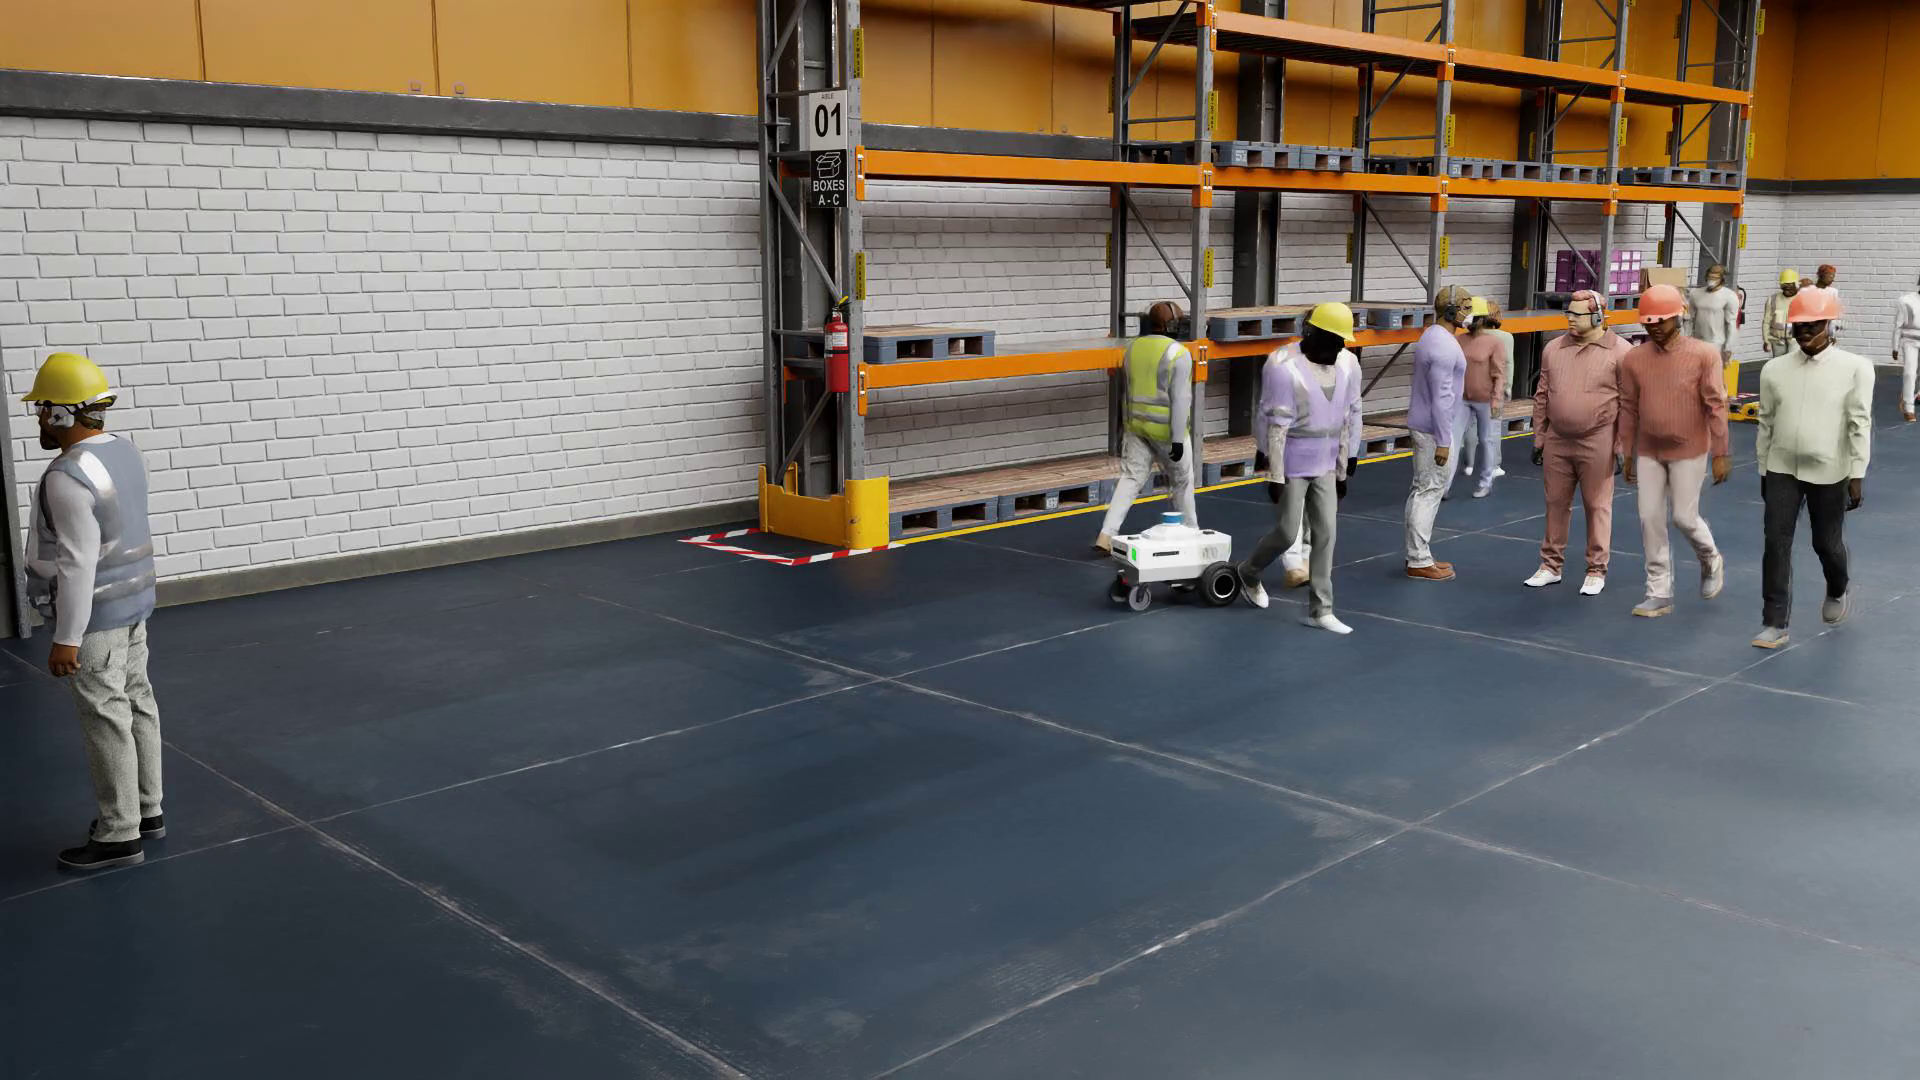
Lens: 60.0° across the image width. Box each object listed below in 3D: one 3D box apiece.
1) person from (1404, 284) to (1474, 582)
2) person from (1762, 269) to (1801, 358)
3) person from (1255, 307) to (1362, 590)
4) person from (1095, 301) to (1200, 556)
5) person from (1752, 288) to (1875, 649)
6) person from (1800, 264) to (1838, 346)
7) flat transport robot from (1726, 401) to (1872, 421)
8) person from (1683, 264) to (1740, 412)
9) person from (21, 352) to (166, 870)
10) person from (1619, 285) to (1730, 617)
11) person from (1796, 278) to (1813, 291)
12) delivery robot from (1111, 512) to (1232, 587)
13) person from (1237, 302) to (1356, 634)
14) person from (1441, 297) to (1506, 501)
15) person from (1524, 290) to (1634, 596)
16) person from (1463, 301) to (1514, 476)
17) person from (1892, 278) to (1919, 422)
[{"bbox_3d":[3.104,-0.691,10.837,0.382,1.932,0.623,1,10,8],"label":"person"},{"bbox_3d":[10.577,-2.548,21.279,0.601,1.802,0.669,7,13,35],"label":"person"},{"bbox_3d":[2.221,-0.588,10.626,0.652,1.786,0.960,1,10,3],"label":"person"},{"bbox_3d":[1.354,-0.768,11.620,0.977,1.800,0.638,-8,13,-38],"label":"person"},{"bbox_3d":[4.700,-0.402,9.160,0.606,1.964,0.829,9,14,42],"label":"person"},{"bbox_3d":[11.570,-2.796,22.522,0.612,1.856,0.544,-2,11,-9],"label":"person"},{"bbox_3d":[9.965,-1.504,19.772,0.652,0.197,1.431,-10,14,-44],"label":"flat transport robot"},{"bbox_3d":[9.127,-2.386,20.133,0.905,1.908,0.646,-6,12,-28],"label":"person"},{"bbox_3d":[-3.092,0.253,5.929,0.403,1.835,0.588,-1,10,-5],"label":"person"},{"bbox_3d":[4.226,-0.522,9.825,0.681,1.957,0.661,-8,13,-37],"label":"person"},{"bbox_3d":[11.960,-2.895,23.639,0.507,1.633,0.277,0,10,2],"label":"person"},{"bbox_3d":[1.283,0.075,10.134,0.707,0.478,0.477,-4,11,-21],"label":"delivery robot"},{"bbox_3d":[1.960,-0.437,9.606,0.599,1.882,0.829,-6,12,-31],"label":"person"},{"bbox_3d":[4.288,-1.171,13.981,0.549,1.714,0.891,9,14,40],"label":"person"},{"bbox_3d":[3.881,-0.607,10.429,0.401,1.904,0.650,-10,14,-44],"label":"person"},{"bbox_3d":[4.909,-1.410,15.544,0.498,1.633,0.283,5,12,26],"label":"person"},{"bbox_3d":[11.659,-2.377,20.241,0.599,1.857,0.806,3,11,15],"label":"person"}]
